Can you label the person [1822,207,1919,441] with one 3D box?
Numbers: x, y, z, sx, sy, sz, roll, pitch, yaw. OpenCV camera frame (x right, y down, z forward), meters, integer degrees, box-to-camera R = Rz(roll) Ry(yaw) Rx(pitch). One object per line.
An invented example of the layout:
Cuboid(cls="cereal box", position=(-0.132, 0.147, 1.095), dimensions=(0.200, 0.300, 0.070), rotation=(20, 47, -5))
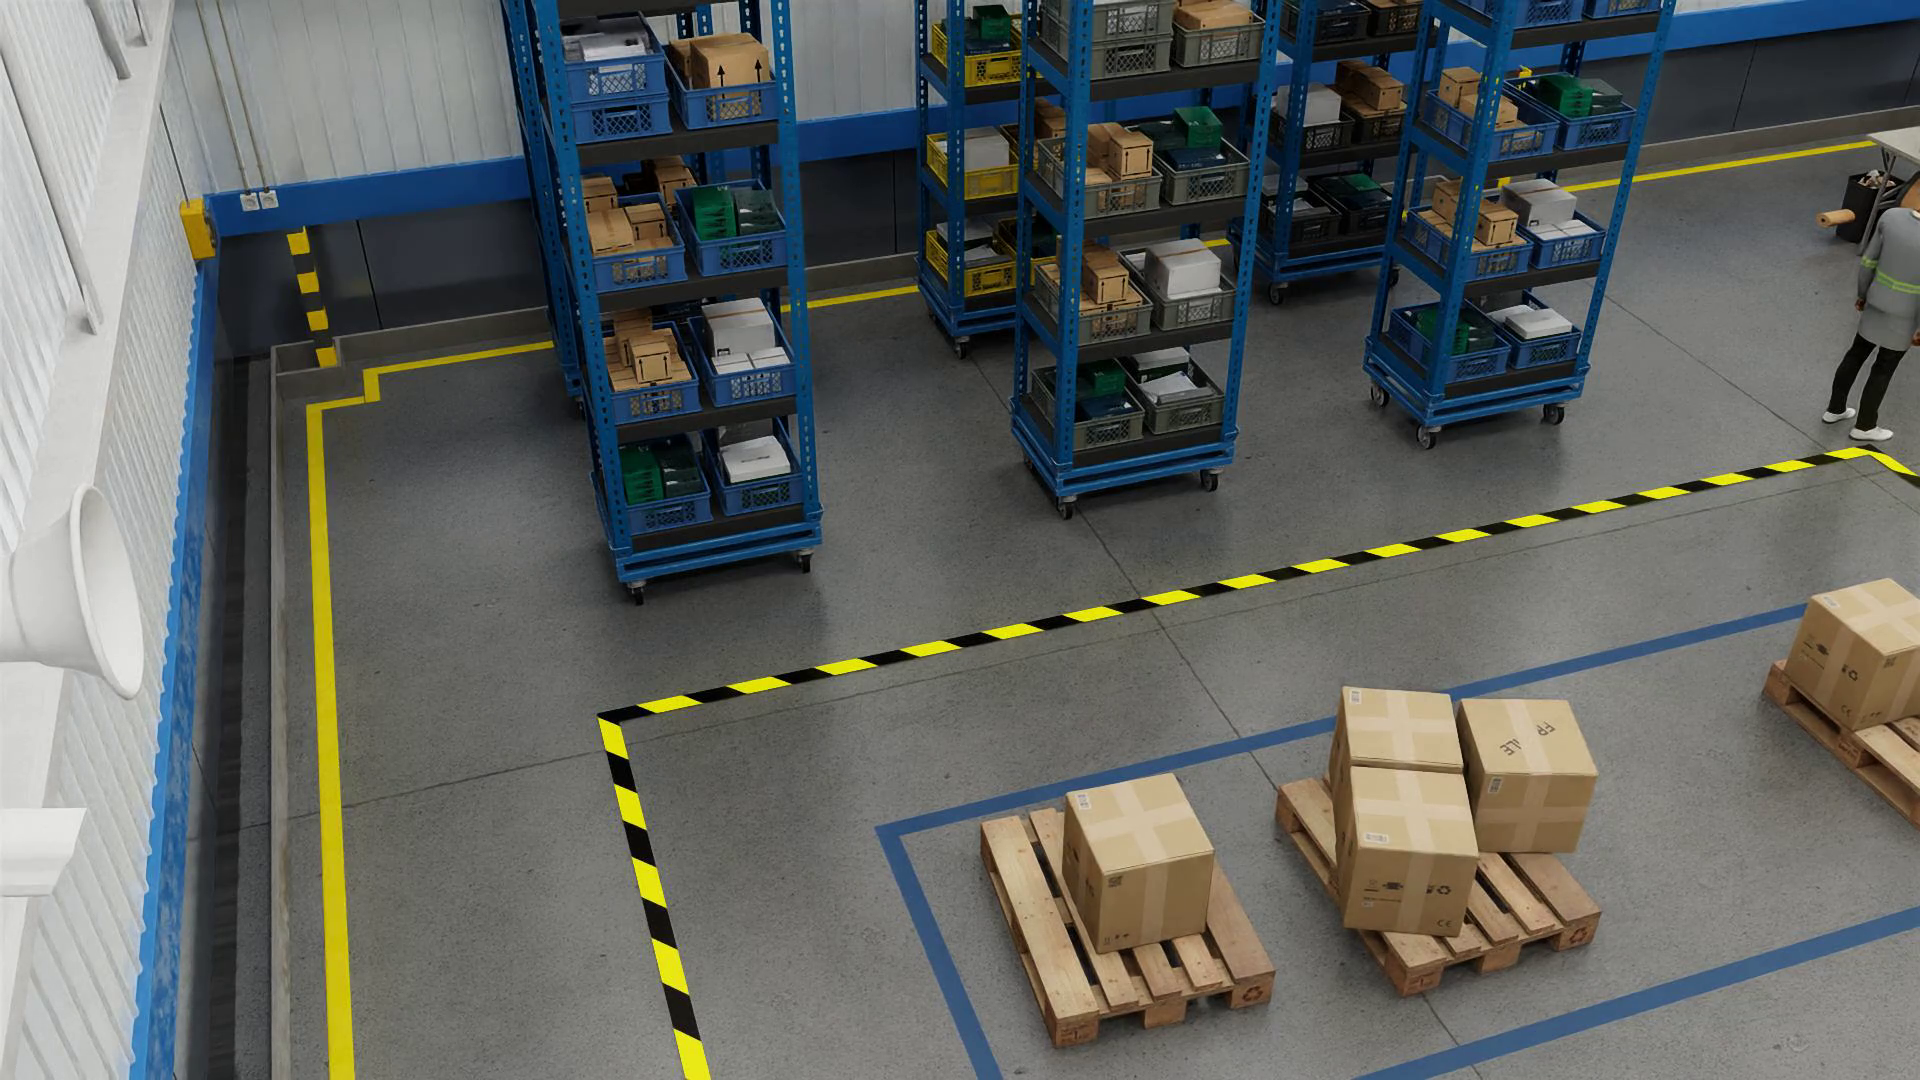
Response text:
Cuboid(cls="person", position=(6.112, -1.522, 10.841), dimensions=(0.390, 1.849, 0.597), rotation=(-12, 37, -16))
